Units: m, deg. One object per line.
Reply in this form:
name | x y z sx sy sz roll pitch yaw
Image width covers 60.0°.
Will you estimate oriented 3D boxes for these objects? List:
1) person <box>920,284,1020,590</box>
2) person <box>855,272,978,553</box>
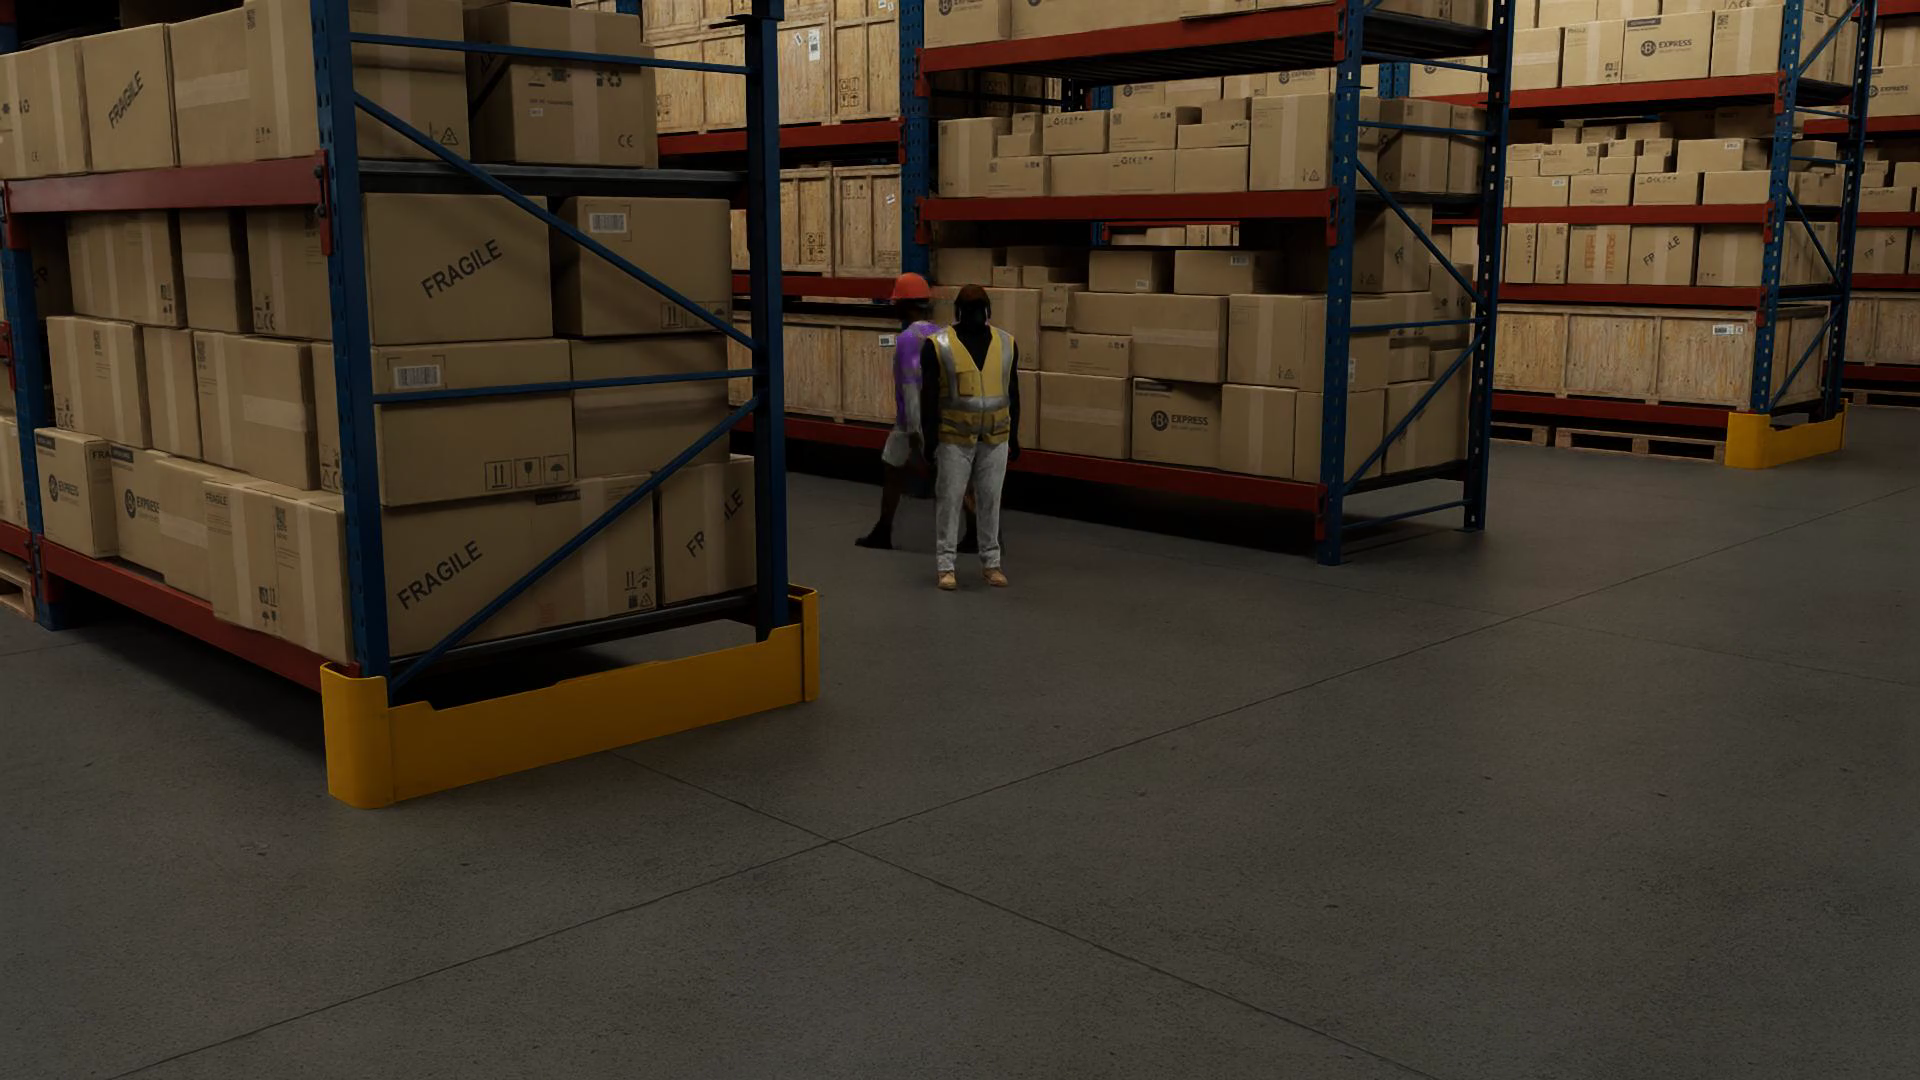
person | 0.076 -0.617 10.054 0.636 1.842 0.429 -3 11 -17
person | -0.231 -0.840 11.156 0.985 1.903 0.559 5 12 27
